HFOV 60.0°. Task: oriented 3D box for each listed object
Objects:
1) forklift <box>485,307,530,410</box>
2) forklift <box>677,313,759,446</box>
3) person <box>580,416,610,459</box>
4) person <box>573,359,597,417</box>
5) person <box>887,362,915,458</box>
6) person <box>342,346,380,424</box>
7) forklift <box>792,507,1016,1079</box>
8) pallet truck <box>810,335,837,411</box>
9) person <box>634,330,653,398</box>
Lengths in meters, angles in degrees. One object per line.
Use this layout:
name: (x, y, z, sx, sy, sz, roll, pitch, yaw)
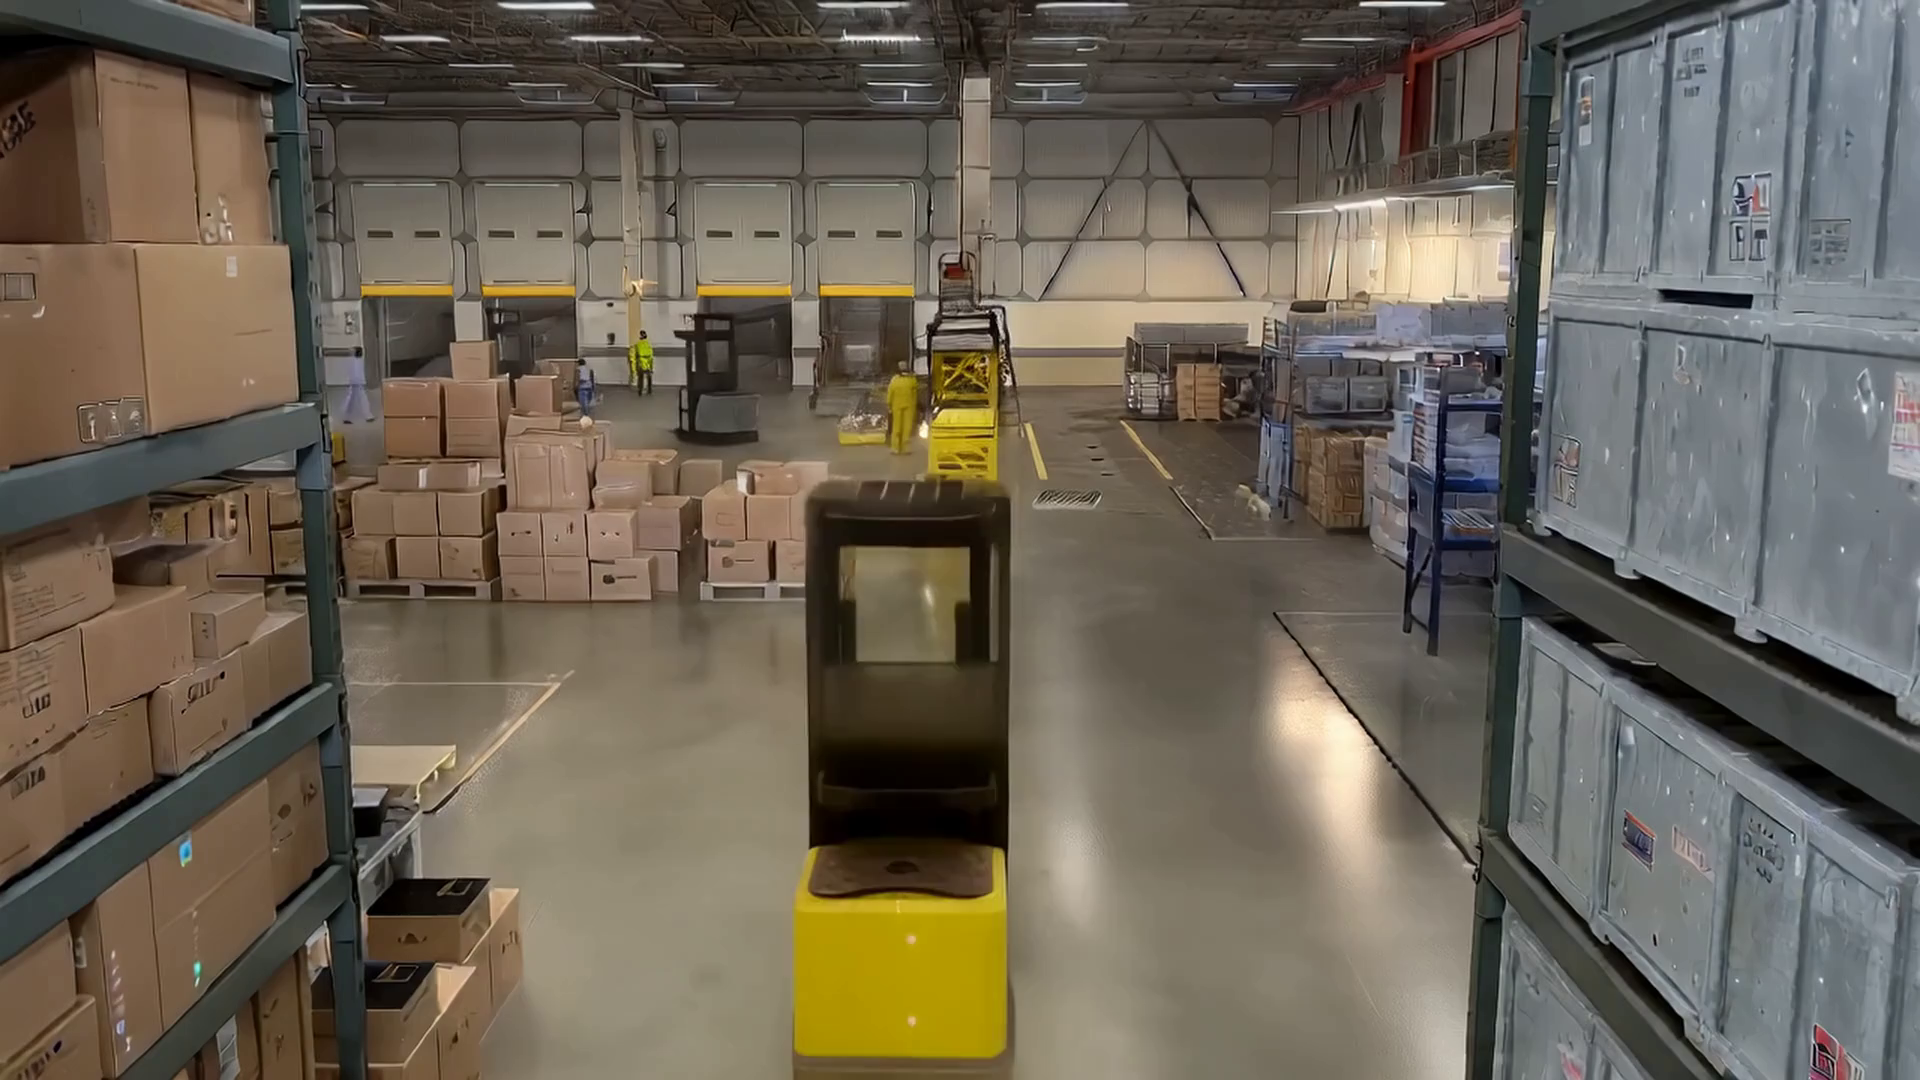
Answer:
forklift: (-10.754, -4.150, 39.646, 1.129, 2.768, 1.873, 0, 10, 1)
forklift: (-5.244, -3.509, 35.948, 1.129, 2.768, 1.873, -7, 12, -33)
person: (-5.042, -0.736, 22.718, 0.589, 1.920, 0.399, -8, 13, -40)
person: (-8.999, -3.556, 39.919, 0.532, 1.592, 0.856, -6, 12, -32)
person: (-1.169, -2.633, 33.610, 0.634, 1.939, 0.367, -8, 12, -37)
person: (-14.574, -3.751, 40.212, 0.646, 1.887, 1.016, 6, 11, 31)
forklift: (-0.280, 1.221, 8.659, 1.129, 2.768, 1.873, 0, 10, 1)
pallet truck: (-3.021, -4.312, 43.126, 1.885, 1.965, 0.823, 3, 10, 17)
person: (-9.007, -5.009, 47.360, 0.546, 1.927, 0.389, 1, 10, 7)
